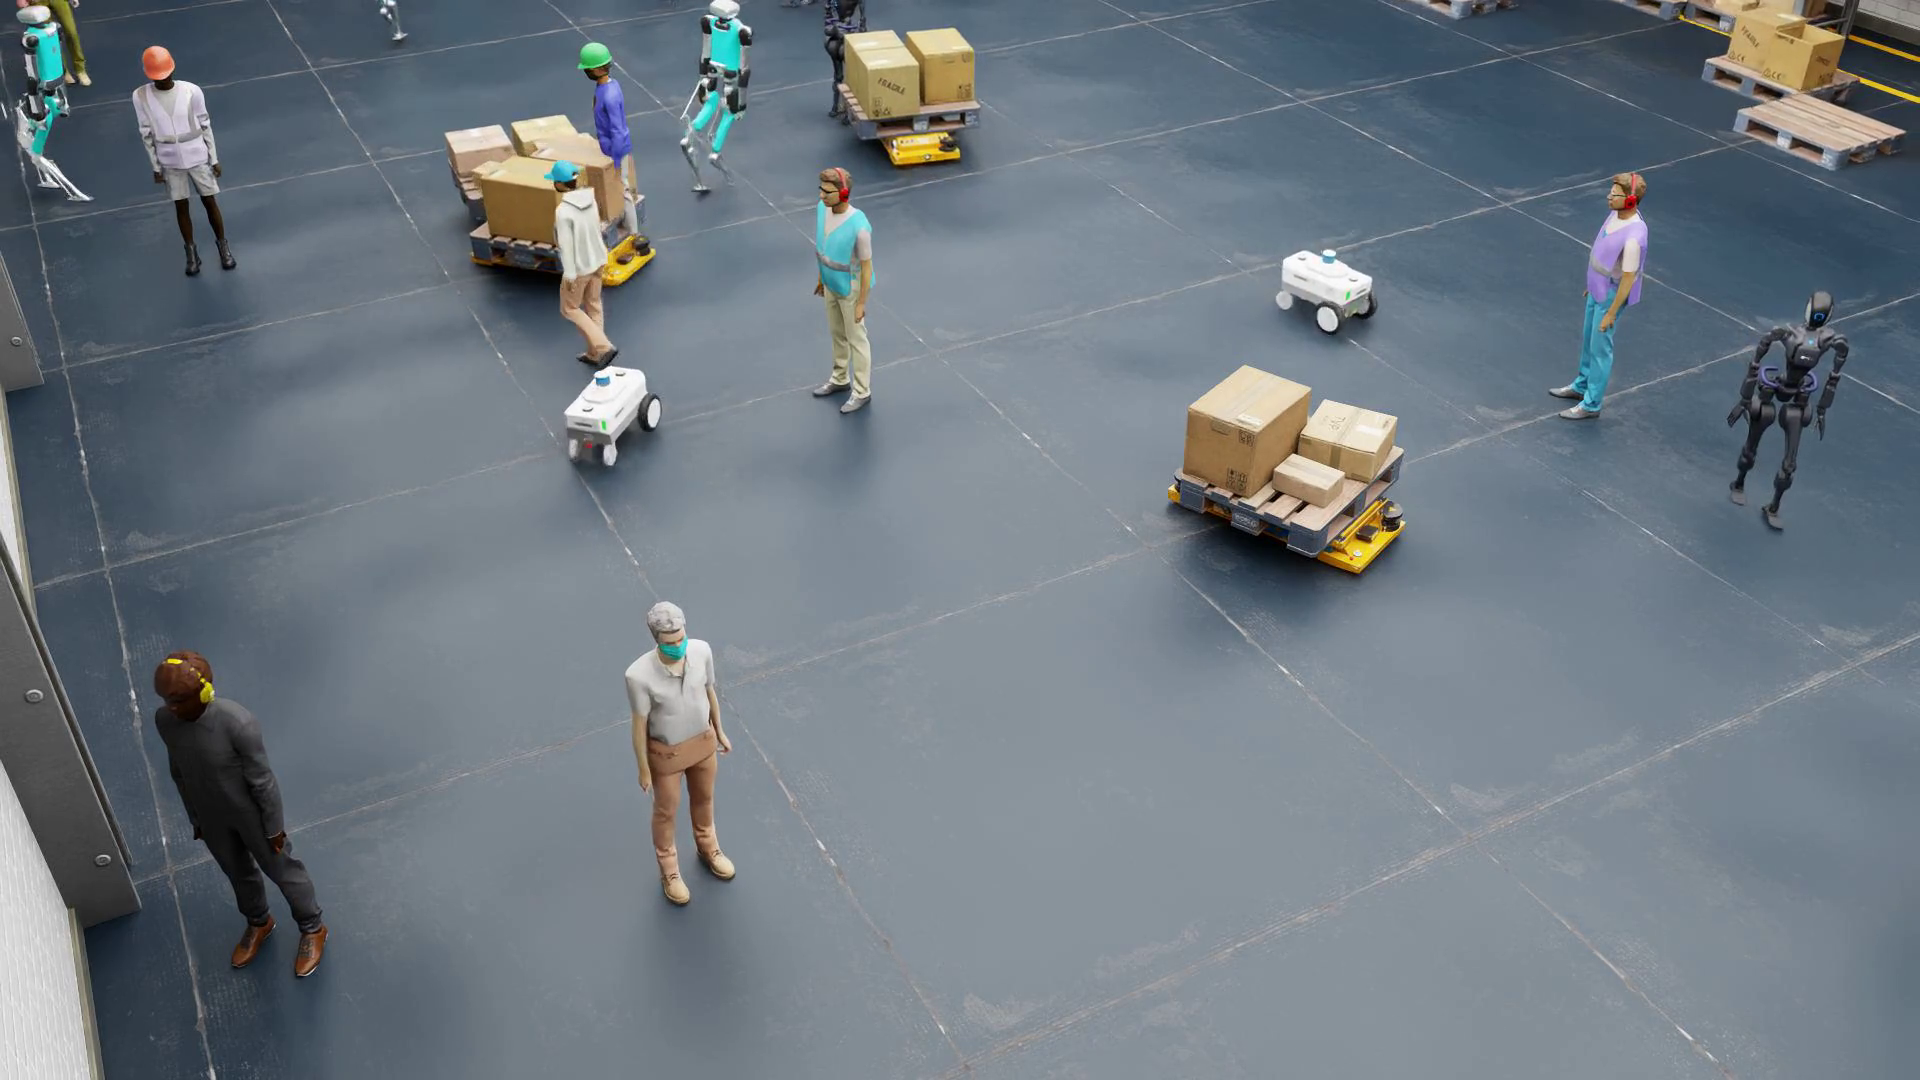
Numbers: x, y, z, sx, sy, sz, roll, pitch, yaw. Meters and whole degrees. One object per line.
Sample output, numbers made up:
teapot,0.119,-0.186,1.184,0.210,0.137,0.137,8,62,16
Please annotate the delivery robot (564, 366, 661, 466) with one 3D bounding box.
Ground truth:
delivery robot,-2.491,-0.925,11.799,0.499,0.608,0.797,9,36,13

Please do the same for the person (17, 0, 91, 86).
person,-9.568,-5.654,17.431,0.586,1.823,0.626,-22,41,-28

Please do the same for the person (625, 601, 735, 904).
person,-1.340,0.998,8.003,0.494,1.744,0.301,-24,42,-30

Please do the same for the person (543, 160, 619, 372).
person,-2.816,-2.034,12.409,0.455,1.657,0.487,18,39,24

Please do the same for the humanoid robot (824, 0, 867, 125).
humanoid robot,-1.166,-5.035,16.690,0.604,1.640,0.377,29,45,35

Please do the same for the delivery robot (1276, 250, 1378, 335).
delivery robot,2.951,-2.022,13.364,0.499,0.606,0.796,-27,43,-33

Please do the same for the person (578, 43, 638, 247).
person,-2.936,-3.256,13.976,0.355,1.867,0.458,-10,36,-14

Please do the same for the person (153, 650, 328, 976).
person,-3.288,1.239,7.561,0.491,1.867,0.353,7,36,9

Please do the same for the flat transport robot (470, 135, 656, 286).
flat transport robot,-3.404,-2.486,14.265,1.431,0.231,0.659,11,37,16

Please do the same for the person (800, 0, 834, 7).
person,-1.620,-7.303,19.701,0.565,1.926,0.643,14,37,19

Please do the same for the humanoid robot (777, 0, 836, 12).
humanoid robot,-1.817,-7.098,19.672,0.769,1.615,0.603,-4,35,-5

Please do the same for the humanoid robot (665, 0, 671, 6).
humanoid robot,-3.548,-7.225,19.851,0.707,1.901,0.542,8,36,11

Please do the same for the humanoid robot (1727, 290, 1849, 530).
humanoid robot,5.324,-0.882,10.755,0.589,1.635,0.553,8,36,11

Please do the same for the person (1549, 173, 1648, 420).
person,4.595,-1.725,11.804,0.383,1.845,0.569,3,35,4

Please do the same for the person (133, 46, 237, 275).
person,-6.414,-3.138,13.751,0.542,1.928,0.372,-13,37,-17

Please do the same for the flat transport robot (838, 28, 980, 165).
flat transport robot,-0.507,-4.108,16.582,0.659,0.231,1.431,-9,36,-13

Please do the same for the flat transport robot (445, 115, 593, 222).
flat transport robot,-3.891,-3.073,15.103,0.659,0.231,1.431,-15,38,-20

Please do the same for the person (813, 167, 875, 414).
person,-0.821,-1.799,11.909,0.389,1.847,0.564,-24,42,-30

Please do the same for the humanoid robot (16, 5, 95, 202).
humanoid robot,-8.398,-3.935,15.061,0.811,1.773,0.548,2,35,4

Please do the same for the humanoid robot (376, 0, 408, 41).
humanoid robot,-6.402,-6.372,18.560,0.539,1.795,0.836,6,35,8

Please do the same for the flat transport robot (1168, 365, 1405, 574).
flat transport robot,2.165,-0.241,11.060,1.431,0.231,0.659,24,42,30

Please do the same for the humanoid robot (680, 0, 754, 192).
humanoid robot,-2.286,-3.929,15.075,0.580,1.787,0.862,23,41,29
